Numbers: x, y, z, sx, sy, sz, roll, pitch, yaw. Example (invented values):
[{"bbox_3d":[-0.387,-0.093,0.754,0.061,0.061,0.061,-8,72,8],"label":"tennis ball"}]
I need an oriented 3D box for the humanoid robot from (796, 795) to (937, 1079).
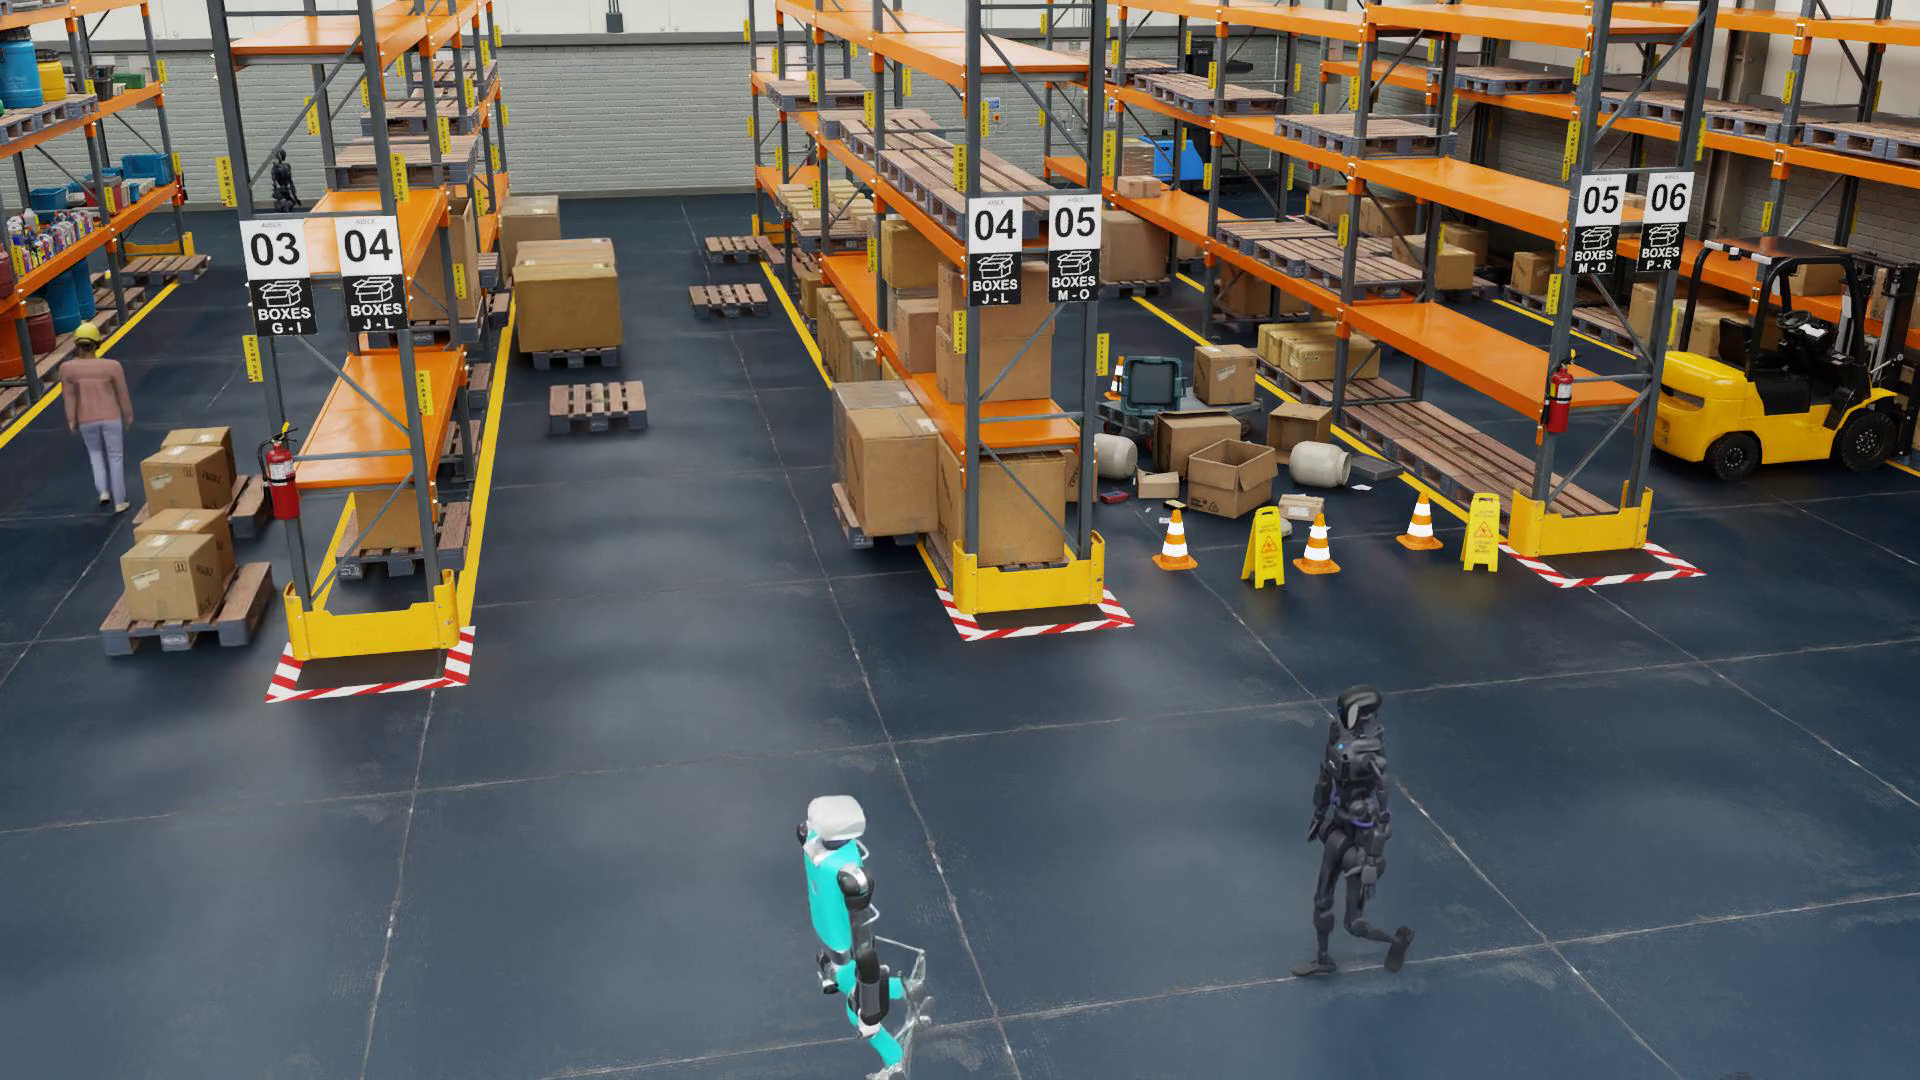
[{"bbox_3d":[-0.344,1.858,7.094,0.884,1.773,0.547,-11,23,-27],"label":"humanoid robot"}]

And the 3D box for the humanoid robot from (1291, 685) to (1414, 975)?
[{"bbox_3d":[2.002,1.450,8.286,0.570,1.637,0.609,-7,21,-18],"label":"humanoid robot"}]

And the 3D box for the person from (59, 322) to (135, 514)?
[{"bbox_3d":[-7.770,-1.110,15.059,0.541,1.748,0.467,-6,21,-15],"label":"person"}]

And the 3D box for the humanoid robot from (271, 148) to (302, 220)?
[{"bbox_3d":[-11.168,-5.626,27.375,0.679,1.641,0.608,4,21,9],"label":"humanoid robot"}]

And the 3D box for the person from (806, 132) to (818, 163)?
[{"bbox_3d":[-2.657,-6.864,30.684,0.866,1.654,0.537,-2,20,-4],"label":"person"}]

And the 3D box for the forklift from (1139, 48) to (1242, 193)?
[{"bbox_3d":[4.566,-8.313,32.860,1.873,2.768,1.129,-4,21,-12],"label":"forklift"}]

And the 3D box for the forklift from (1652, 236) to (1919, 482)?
[{"bbox_3d":[8.013,-1.814,16.330,2.313,2.155,1.214,-4,21,-12],"label":"forklift"}]
